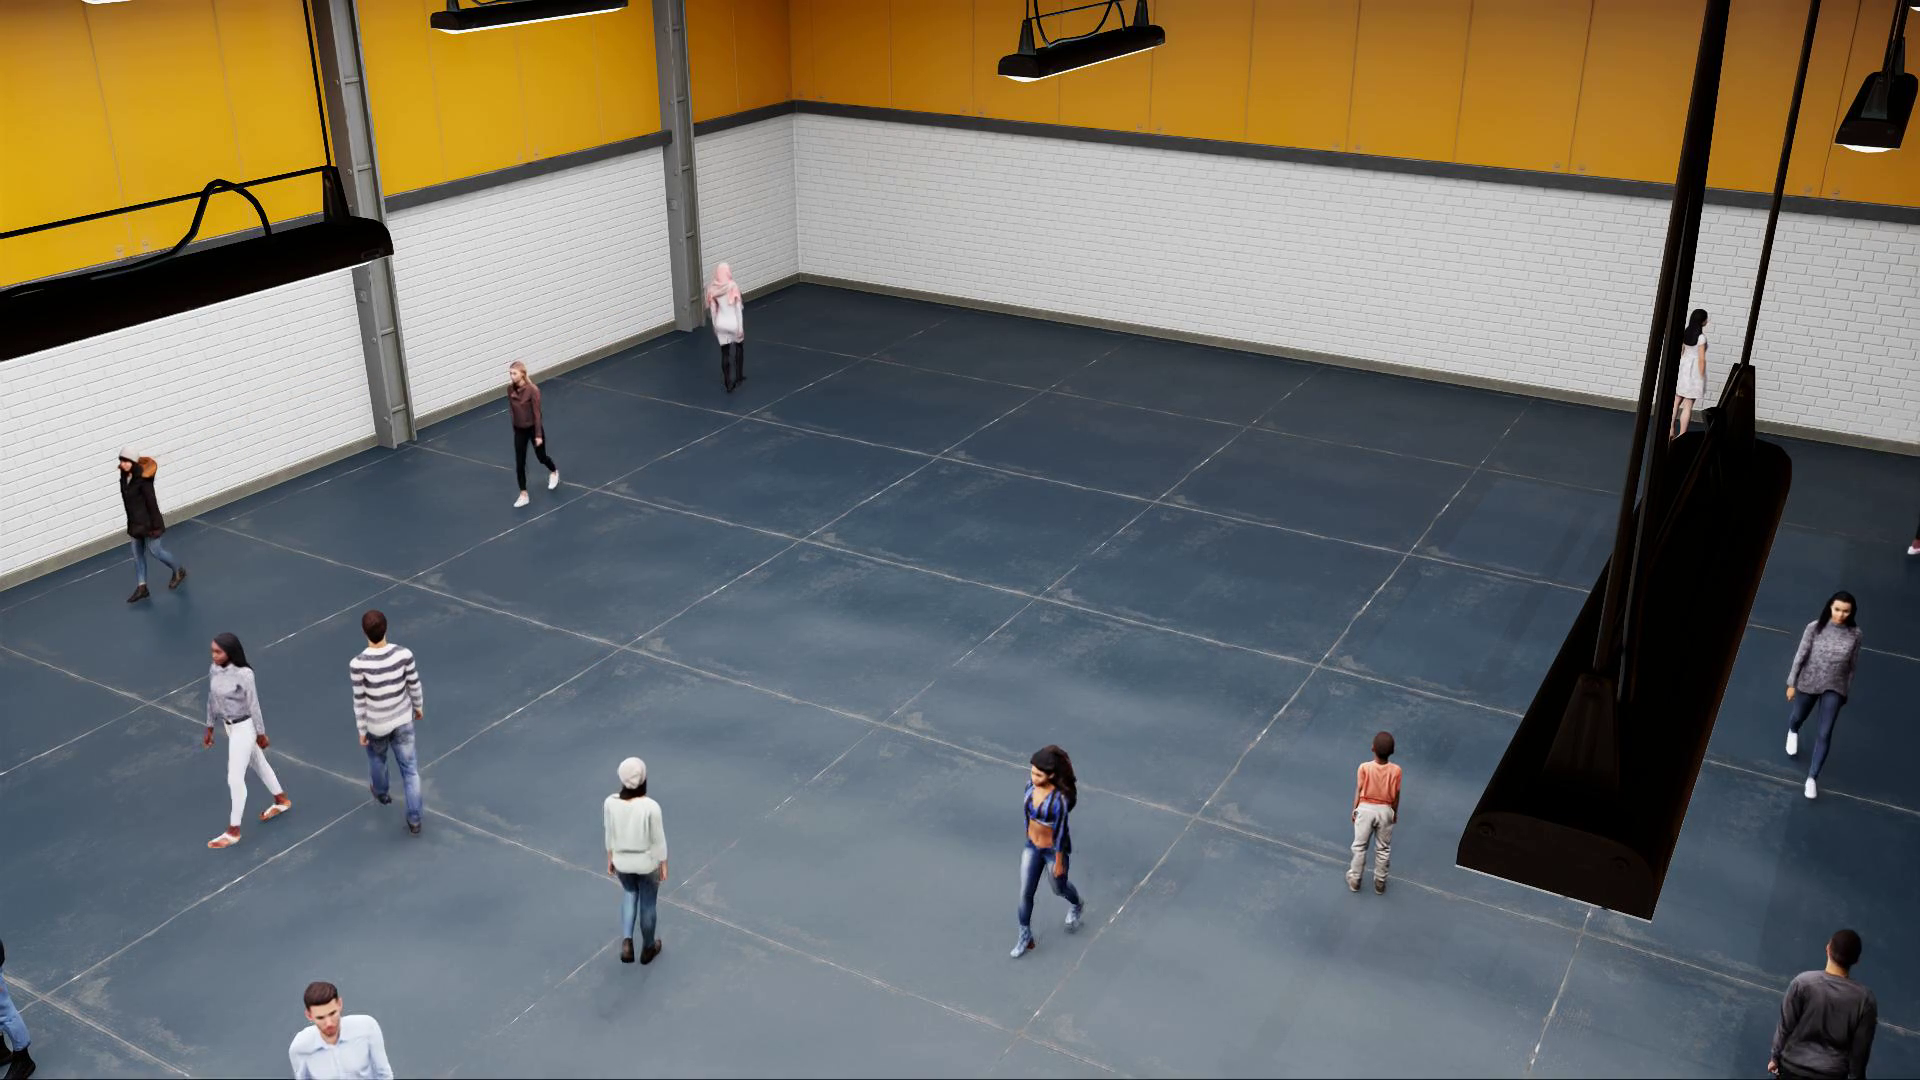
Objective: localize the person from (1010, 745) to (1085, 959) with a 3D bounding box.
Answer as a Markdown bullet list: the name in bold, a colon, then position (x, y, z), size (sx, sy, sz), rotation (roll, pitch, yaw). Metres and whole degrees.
- **person**: position (0.663, 2.142, 11.589), size (0.734, 1.597, 0.992), rotation (20, 30, 38)

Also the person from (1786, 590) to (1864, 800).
- **person**: position (7.073, 1.178, 13.672), size (0.742, 1.695, 1.200), rotation (10, 25, 21)

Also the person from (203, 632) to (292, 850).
- **person**: position (-5.538, 1.469, 13.009), size (0.678, 1.692, 1.042), rotation (17, 29, 34)

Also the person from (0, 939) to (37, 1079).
- **person**: position (-6.092, 2.637, 10.326), size (0.552, 1.702, 0.521), rotation (13, 27, 27)

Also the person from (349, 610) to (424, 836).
- **person**: position (-4.397, 1.458, 12.878), size (1.104, 1.816, 1.068), rotation (-13, 27, -27)

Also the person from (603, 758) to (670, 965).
- **person**: position (-2.226, 2.234, 11.329), size (0.716, 1.636, 0.814), rotation (4, 24, 9)

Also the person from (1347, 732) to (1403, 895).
- **person**: position (3.064, 2.007, 12.258), size (0.533, 1.309, 0.557), rotation (3, 24, 7)

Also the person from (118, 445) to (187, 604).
- **person**: position (-8.254, -0.206, 16.929), size (0.660, 1.621, 0.904), rotation (11, 26, 23)

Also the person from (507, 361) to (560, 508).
- **person**: position (-4.948, -1.270, 19.294), size (0.786, 1.676, 1.139), rotation (7, 24, 15)

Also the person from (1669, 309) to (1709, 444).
- **person**: position (9.184, -2.048, 20.952), size (0.827, 1.774, 0.775), rotation (-8, 25, -17)

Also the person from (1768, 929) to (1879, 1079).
- **person**: position (4.816, 3.024, 9.382), size (0.662, 1.748, 0.814), rotation (10, 26, 22)

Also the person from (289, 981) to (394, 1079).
- **person**: position (-3.313, 3.114, 9.063), size (0.802, 1.839, 0.876), rotation (-9, 25, -21)

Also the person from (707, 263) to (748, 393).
- **person**: position (-3.218, -2.901, 22.884), size (0.812, 1.788, 0.911), rotation (4, 24, 9)
